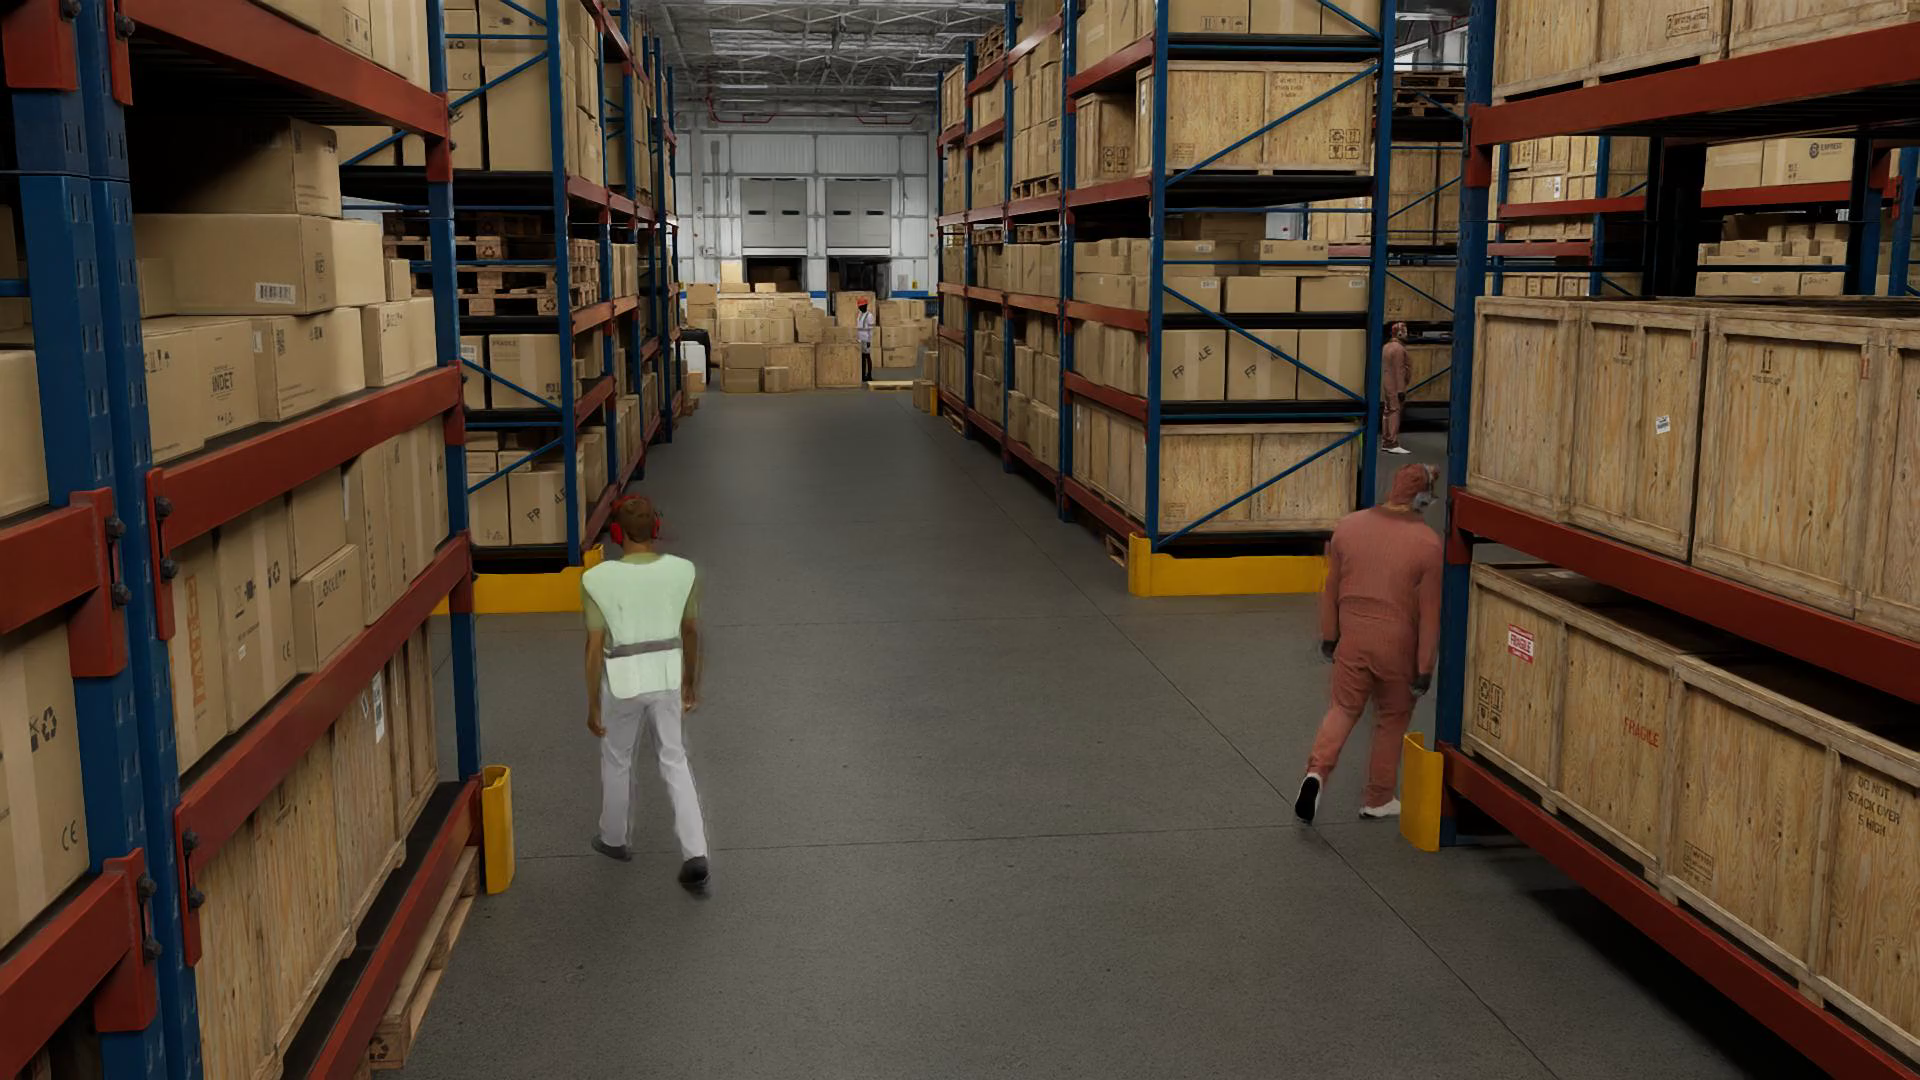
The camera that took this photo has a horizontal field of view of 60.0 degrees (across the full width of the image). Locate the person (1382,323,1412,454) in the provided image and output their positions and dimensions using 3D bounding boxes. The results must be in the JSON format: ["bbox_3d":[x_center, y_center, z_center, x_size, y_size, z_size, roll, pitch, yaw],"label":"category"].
[{"bbox_3d":[6.390,-2.217,24.306,0.410,1.909,0.643,0,10,-2],"label":"person"}]

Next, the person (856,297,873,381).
[{"bbox_3d":[-2.208,-4.594,38.076,0.366,1.931,0.542,-7,12,-34],"label":"person"}]

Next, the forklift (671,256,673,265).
[{"bbox_3d":[-10.987,-9.066,61.344,1.129,2.768,1.873,-1,10,-7],"label":"forklift"}]

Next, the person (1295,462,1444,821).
[{"bbox_3d":[2.069,0.549,8.333,0.699,1.867,0.733,9,13,42],"label":"person"}]

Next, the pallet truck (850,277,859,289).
[{"bbox_3d":[-3.782,-9.391,65.808,1.885,1.965,0.823,2,10,10],"label":"pallet truck"}]

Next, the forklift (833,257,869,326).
[{"bbox_3d":[-3.028,-6.694,47.538,1.129,2.768,1.873,-8,13,-40],"label":"forklift"}]

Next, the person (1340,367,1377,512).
[{"bbox_3d":[4.316,-1.041,18.088,0.319,1.690,0.530,-8,12,-38],"label":"person"}]

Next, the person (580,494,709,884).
[{"bbox_3d":[-1.465,0.685,7.710,0.588,1.806,0.914,-6,11,-30],"label":"person"}]
